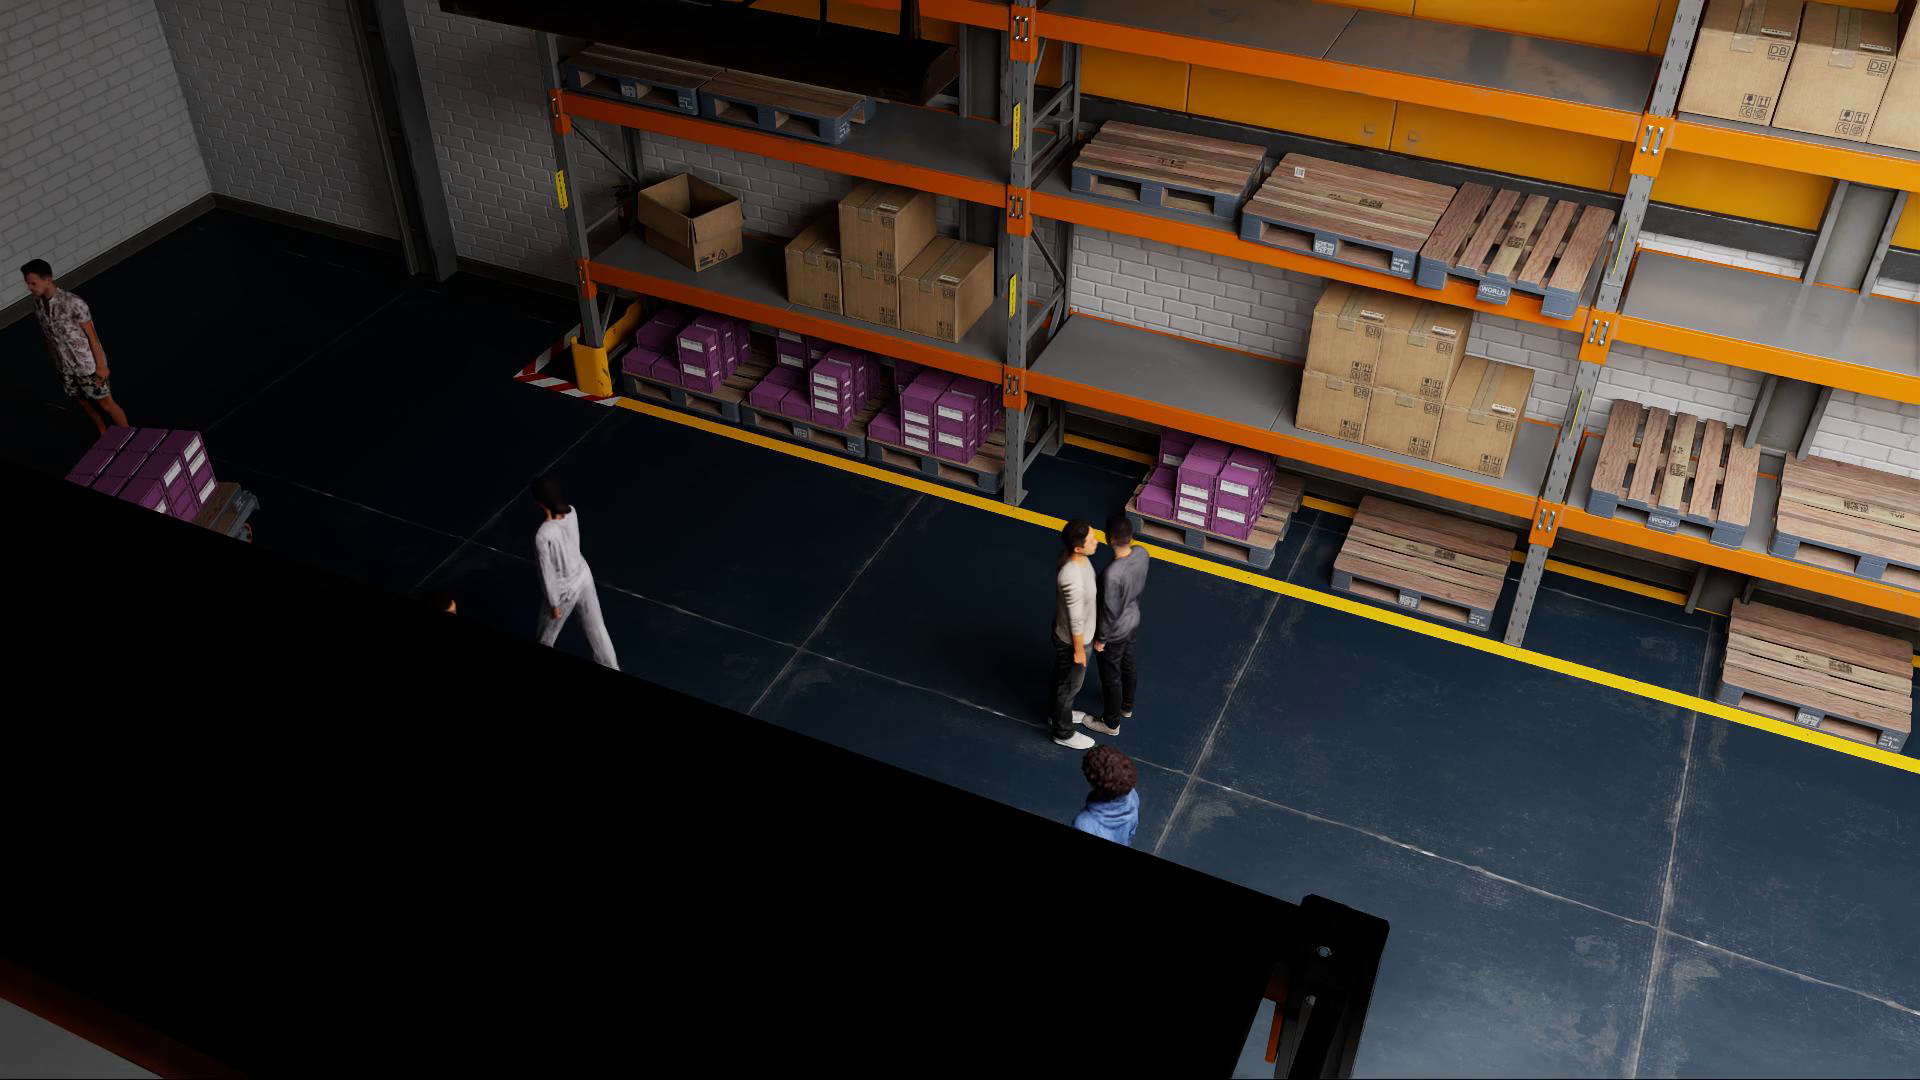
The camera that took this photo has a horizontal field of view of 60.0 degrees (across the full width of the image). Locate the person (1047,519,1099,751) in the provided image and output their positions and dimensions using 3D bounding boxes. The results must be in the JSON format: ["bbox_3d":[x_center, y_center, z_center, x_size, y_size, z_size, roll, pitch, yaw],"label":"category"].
[{"bbox_3d":[0.727,0.599,10.923,0.706,1.811,0.734,0,39,1],"label":"person"}]

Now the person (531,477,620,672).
[{"bbox_3d":[-2.580,0.349,11.298,1.079,1.734,0.659,20,43,23],"label":"person"}]

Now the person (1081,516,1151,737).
[{"bbox_3d":[1.046,0.561,11.007,0.607,1.765,0.659,25,45,28],"label":"person"}]

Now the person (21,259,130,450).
[{"bbox_3d":[-7.163,-1.491,13.542,0.559,1.809,0.765,11,40,13],"label":"person"}]

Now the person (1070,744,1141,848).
[{"bbox_3d":[0.818,1.901,9.303,0.871,1.799,1.018,-31,48,-33],"label":"person"}]
